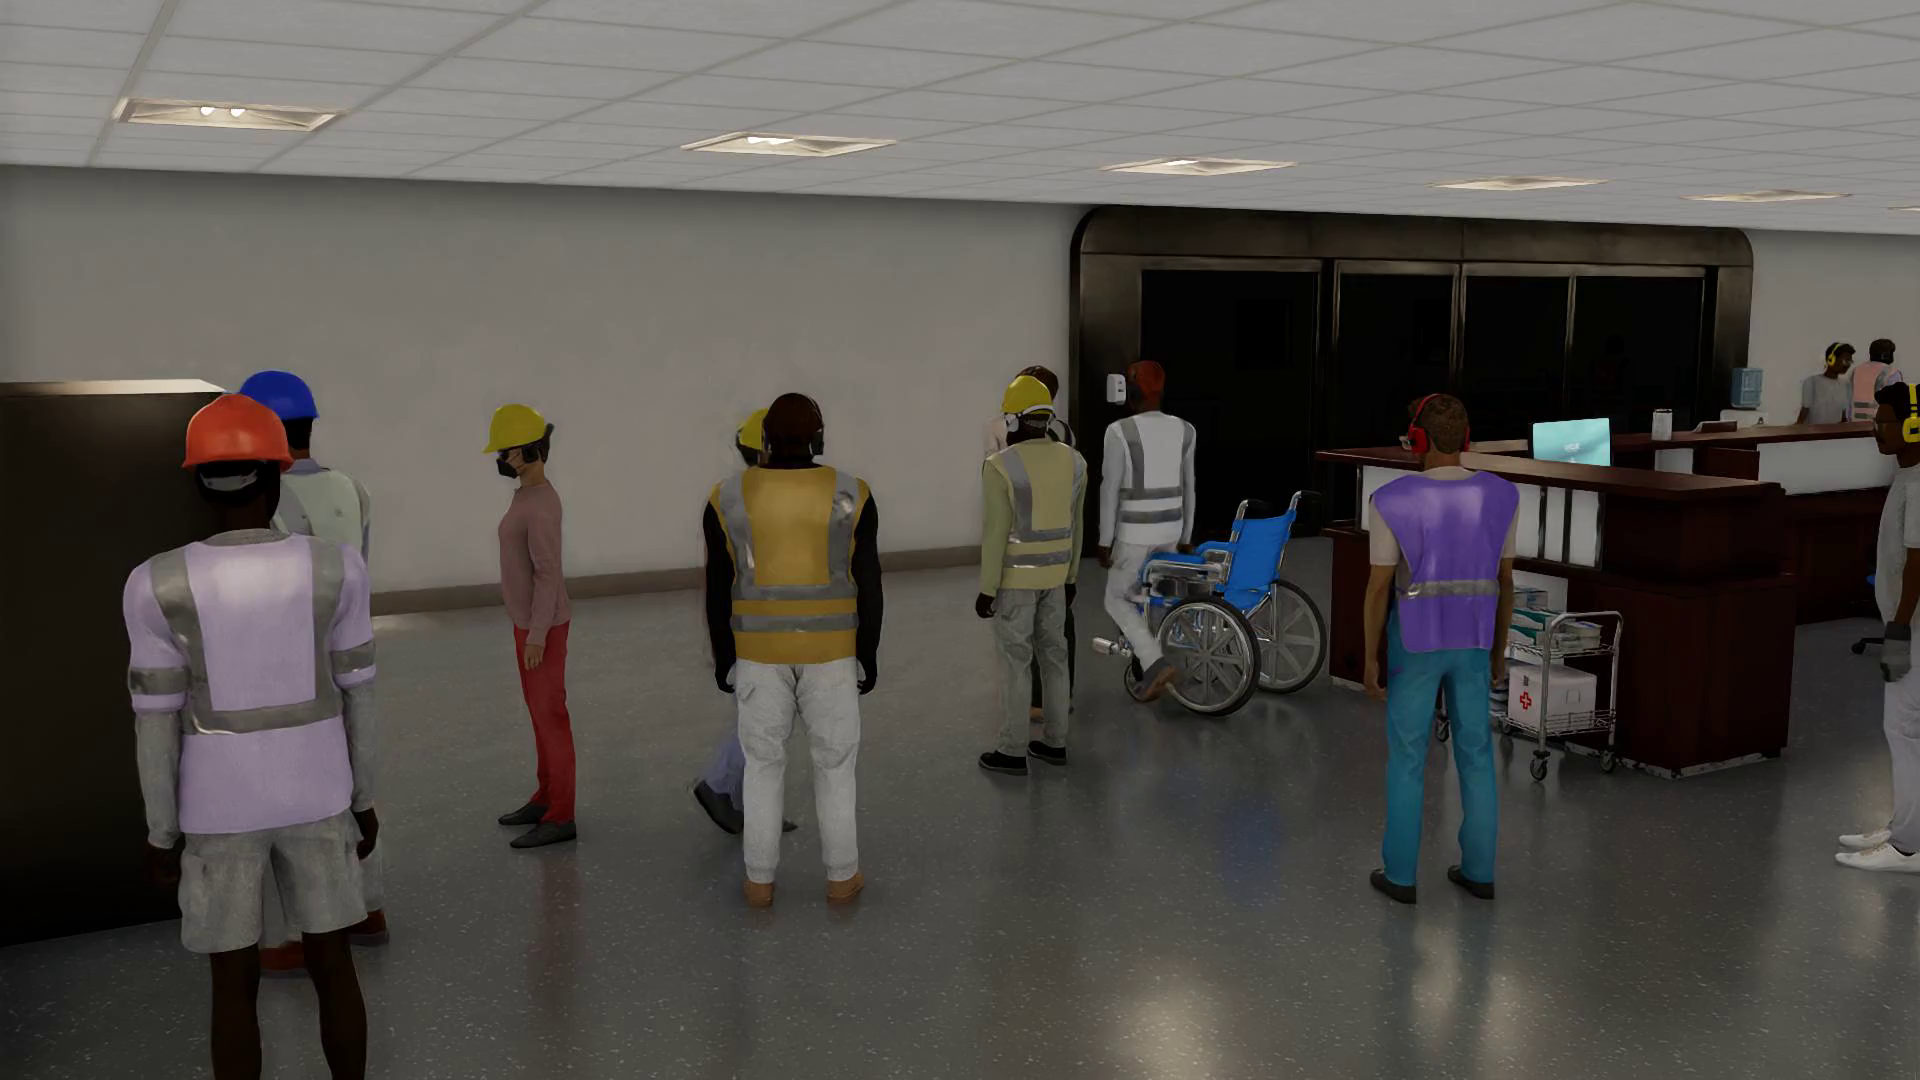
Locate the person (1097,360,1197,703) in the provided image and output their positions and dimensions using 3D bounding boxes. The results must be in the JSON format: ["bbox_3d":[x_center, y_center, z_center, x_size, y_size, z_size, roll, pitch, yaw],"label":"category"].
[{"bbox_3d":[1.017,-0.026,8.891,0.593,1.868,0.586,-4,9,-27],"label":"person"}]

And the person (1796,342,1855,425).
[{"bbox_3d":[7.661,-0.844,14.893,0.563,1.846,0.507,-2,8,-12],"label":"person"}]

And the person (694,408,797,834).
[{"bbox_3d":[-0.780,0.340,6.694,0.382,1.746,0.519,2,8,17],"label":"person"}]

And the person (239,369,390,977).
[{"bbox_3d":[-2.115,0.430,5.348,0.406,1.945,0.630,2,8,12],"label":"person"}]

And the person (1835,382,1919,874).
[{"bbox_3d":[3.584,0.335,6.326,0.326,1.858,0.508,5,9,30],"label":"person"}]

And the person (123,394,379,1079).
[{"bbox_3d":[-1.671,0.621,3.981,0.542,1.931,0.375,-4,9,-29],"label":"person"}]

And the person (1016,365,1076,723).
[{"bbox_3d":[0.417,0.024,8.598,0.342,1.845,0.506,5,9,30],"label":"person"}]

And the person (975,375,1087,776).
[{"bbox_3d":[0.307,0.162,7.655,0.600,1.831,0.404,-6,10,-39],"label":"person"}]

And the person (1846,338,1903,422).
[{"bbox_3d":[9.397,-1.142,17.069,0.429,1.840,0.637,-3,8,-19],"label":"person"}]

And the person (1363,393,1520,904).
[{"bbox_3d":[1.719,0.397,5.958,0.566,1.836,0.381,-1,8,-7],"label":"person"}]

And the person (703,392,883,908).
[{"bbox_3d":[-0.585,0.397,5.931,0.625,1.844,0.429,0,8,-3],"label":"person"}]

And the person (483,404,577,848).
[{"bbox_3d":[-1.716,0.337,6.648,0.320,1.763,0.522,-3,8,-21],"label":"person"}]
